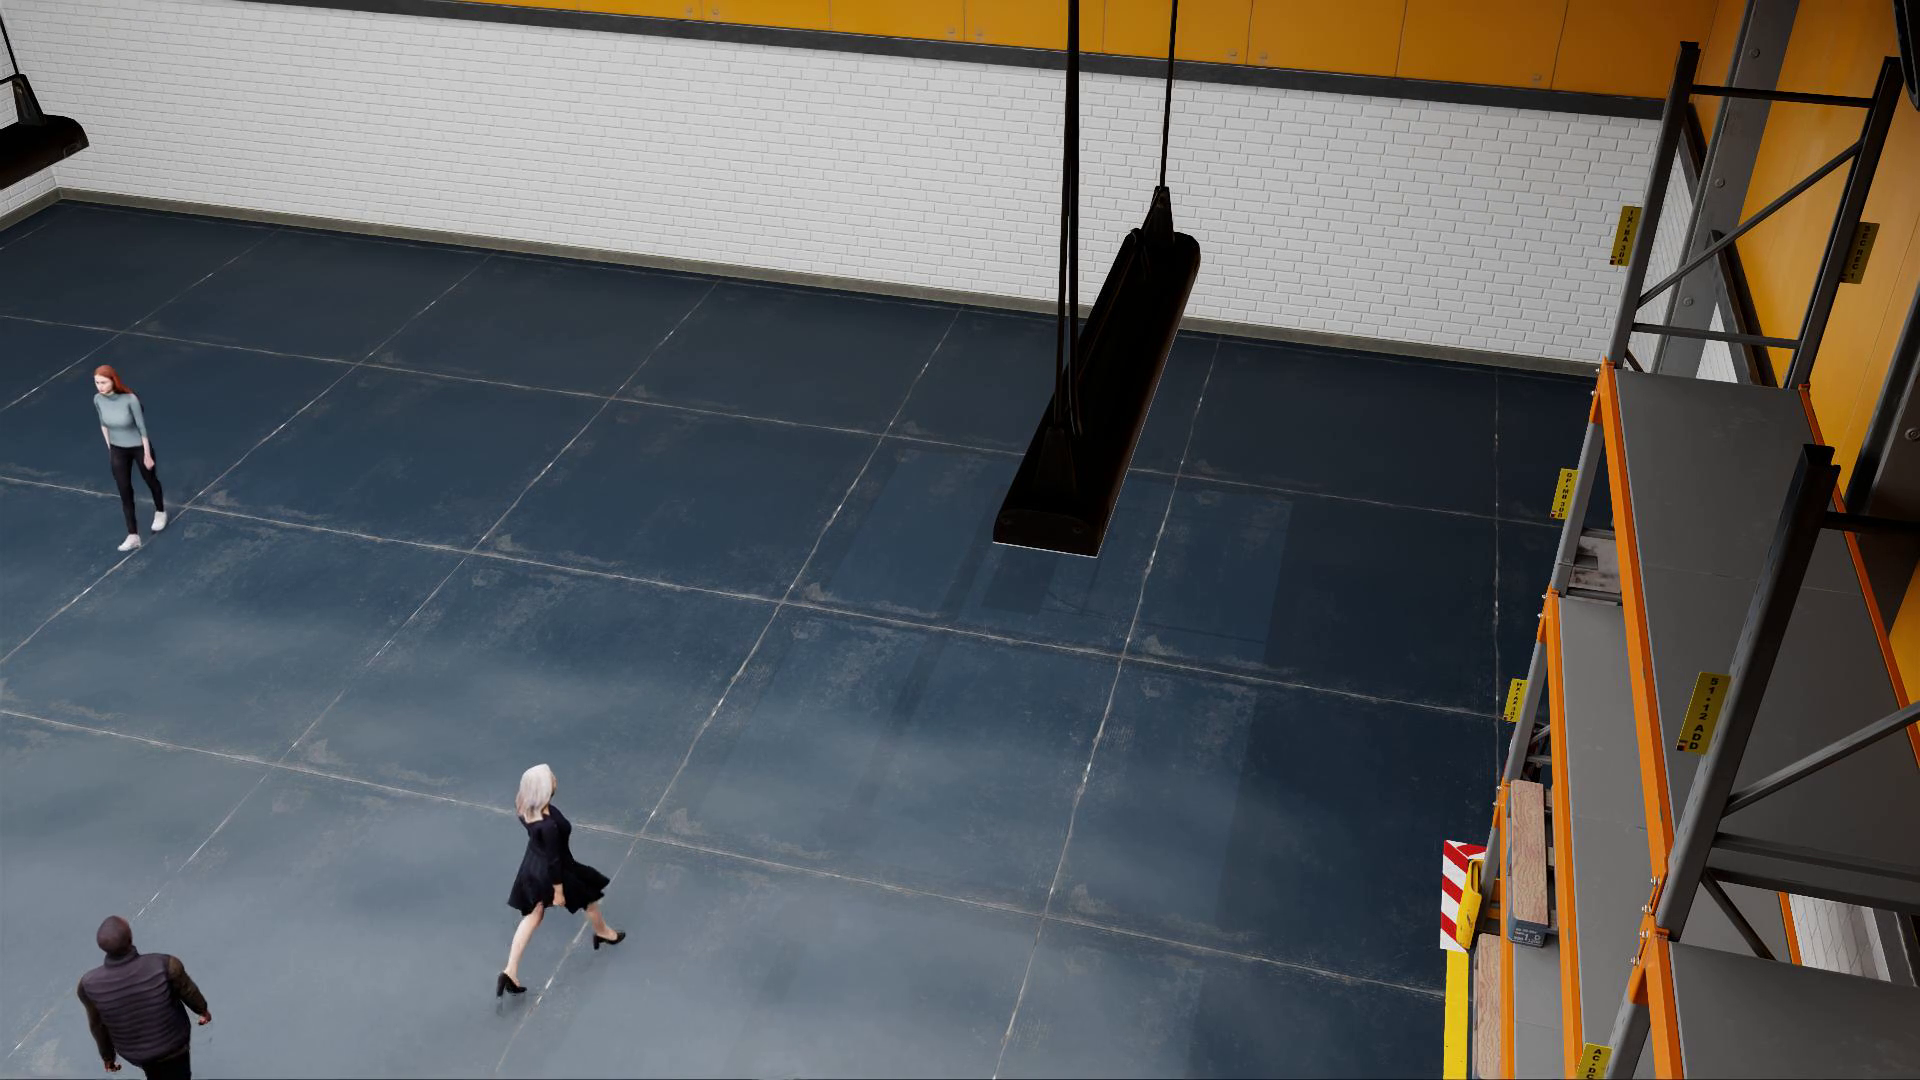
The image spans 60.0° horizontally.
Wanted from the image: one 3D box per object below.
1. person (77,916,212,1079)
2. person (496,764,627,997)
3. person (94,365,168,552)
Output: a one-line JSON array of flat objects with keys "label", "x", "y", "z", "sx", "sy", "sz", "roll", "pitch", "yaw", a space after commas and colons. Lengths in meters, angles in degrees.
[{"label": "person", "x": -4.506, "y": 2.874, "z": 9.297, "sx": 1.041, "sy": 1.805, "sz": 1.179, "roll": -10, "pitch": 35, "yaw": -15}, {"label": "person", "x": -2.653, "y": 2.164, "z": 10.465, "sx": 1.224, "sy": 1.696, "sz": 0.989, "roll": -28, "pitch": 43, "yaw": -35}, {"label": "person", "x": -7.398, "y": -0.827, "z": 14.941, "sx": 0.751, "sy": 1.722, "sz": 1.010, "roll": 1, "pitch": 34, "yaw": 1}]
